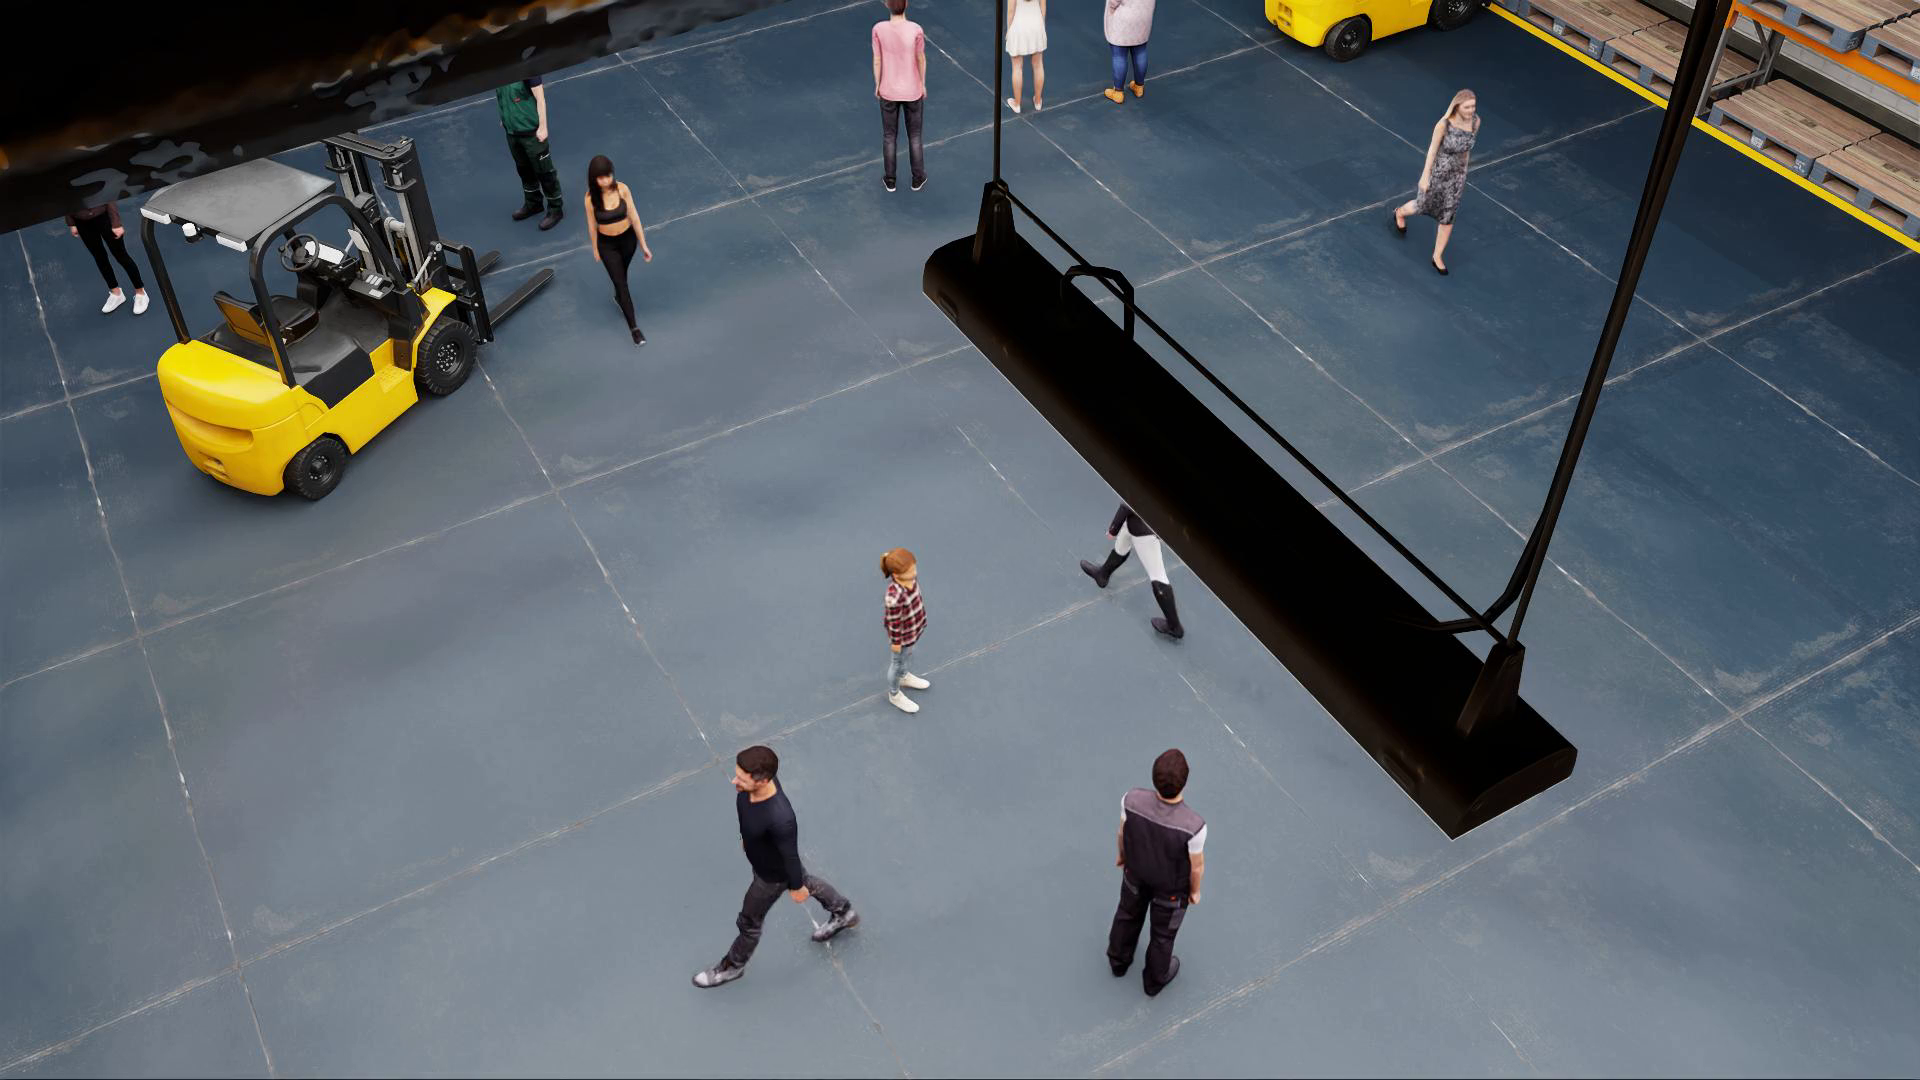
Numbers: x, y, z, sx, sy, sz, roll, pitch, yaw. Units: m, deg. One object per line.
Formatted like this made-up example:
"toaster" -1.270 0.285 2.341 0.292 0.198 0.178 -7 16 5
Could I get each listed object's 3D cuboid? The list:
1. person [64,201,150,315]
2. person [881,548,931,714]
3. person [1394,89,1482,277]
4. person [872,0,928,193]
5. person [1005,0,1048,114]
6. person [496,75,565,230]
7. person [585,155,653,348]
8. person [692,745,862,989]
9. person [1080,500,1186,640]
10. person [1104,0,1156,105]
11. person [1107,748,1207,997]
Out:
"person" -7.101 -2.632 13.662 0.676 1.704 0.694 4 44 4
"person" -0.367 0.541 10.620 0.663 1.305 0.615 14 45 15
"person" 4.095 -3.145 14.222 0.796 1.676 1.111 -11 45 -11
"person" -0.535 -4.042 14.957 0.706 1.960 0.713 0 44 0
"person" 0.642 -4.963 16.104 0.624 1.711 0.631 -8 44 -8
"person" -3.813 -3.647 14.585 0.685 1.901 0.824 24 49 23
"person" -2.812 -2.446 13.542 0.567 1.601 1.052 -21 47 -20
"person" -0.925 1.717 9.013 0.837 1.821 1.222 -16 46 -16
"person" 1.282 -0.025 10.947 1.236 1.673 0.817 34 53 30
"person" 1.664 -5.136 16.262 0.684 1.743 0.617 -20 47 -19
"person" 1.053 1.793 8.916 0.694 1.843 0.811 24 49 23
